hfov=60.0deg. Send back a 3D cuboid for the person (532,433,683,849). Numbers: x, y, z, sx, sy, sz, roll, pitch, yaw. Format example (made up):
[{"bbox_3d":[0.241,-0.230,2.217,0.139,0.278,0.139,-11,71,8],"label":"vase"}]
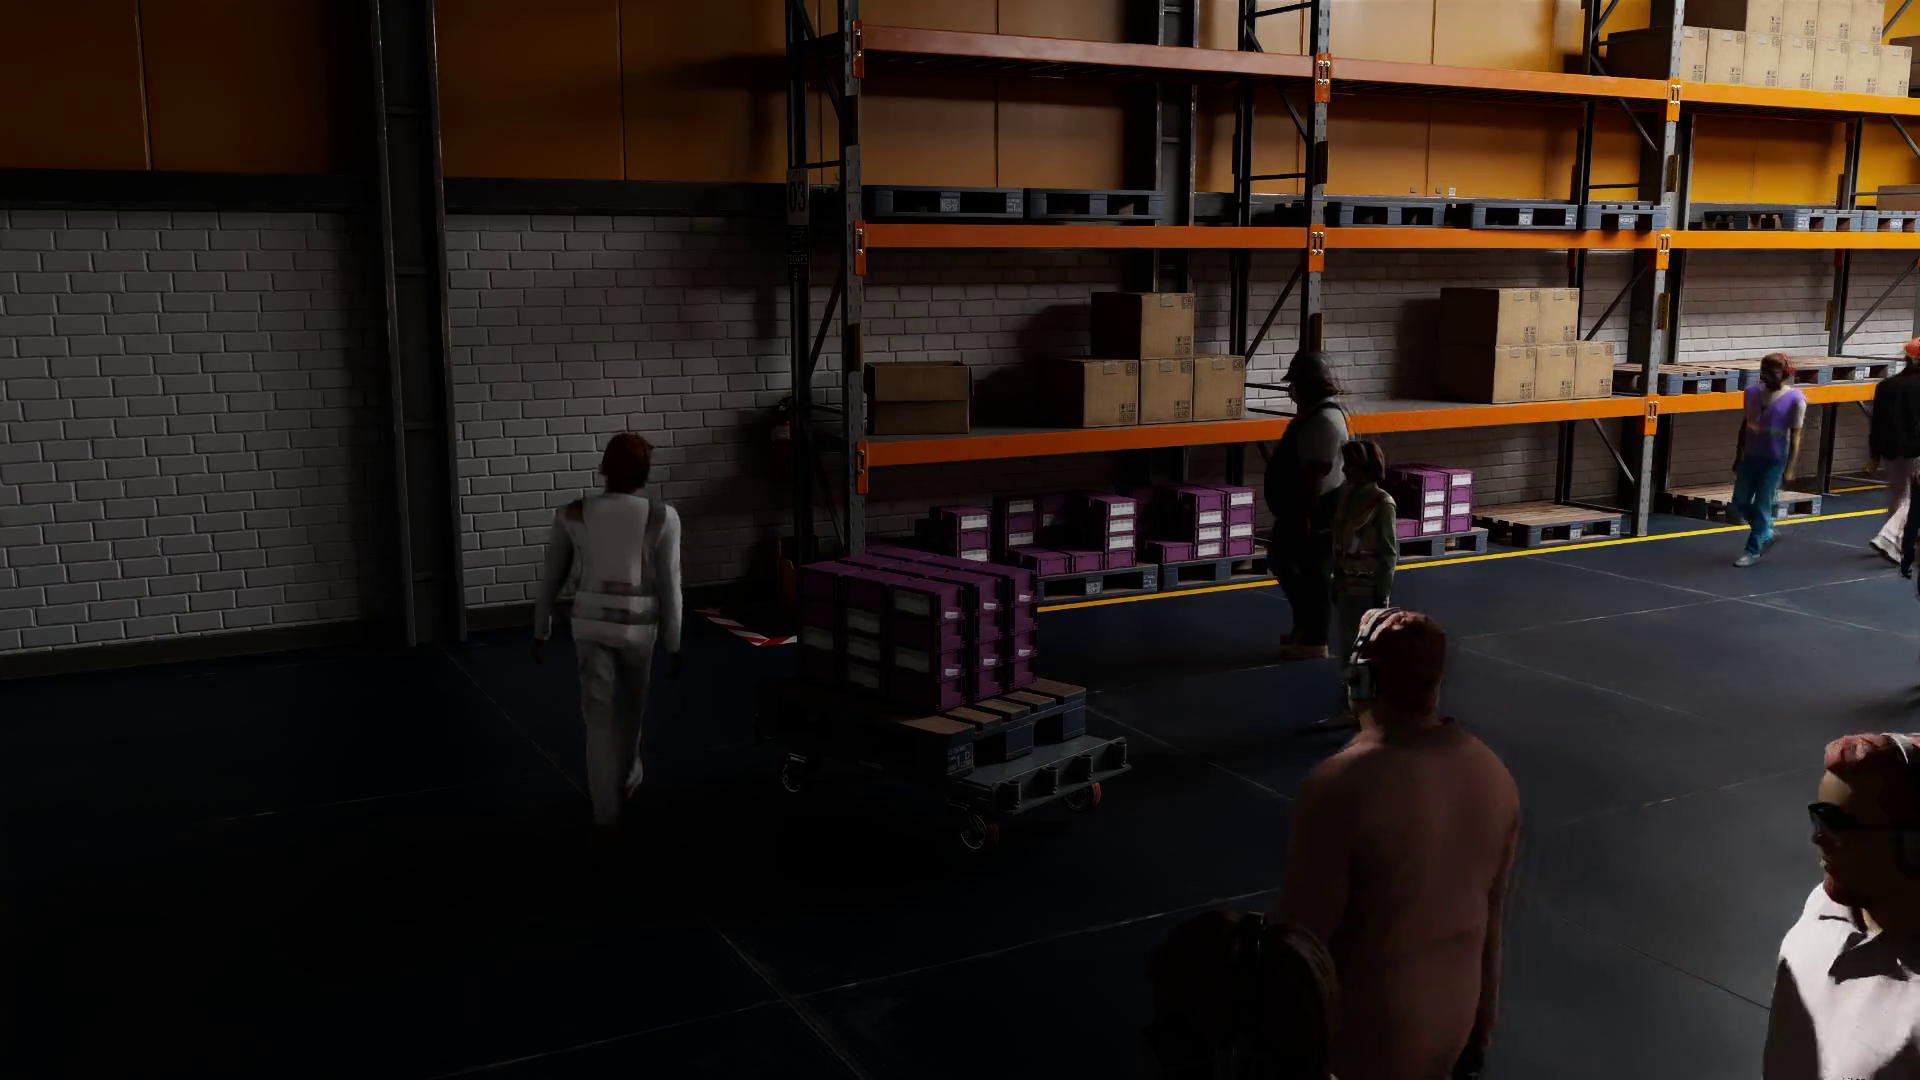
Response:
[{"bbox_3d":[-1.616,0.428,7.620,0.700,1.826,1.019,-1,10,-6],"label":"person"}]

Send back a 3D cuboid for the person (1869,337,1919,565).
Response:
[{"bbox_3d":[8.005,-0.760,14.101,0.796,1.944,0.626,-4,11,-23],"label":"person"}]

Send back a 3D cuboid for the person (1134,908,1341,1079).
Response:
[{"bbox_3d":[0.347,1.363,2.170,0.429,1.844,0.625,1,10,8],"label":"person"}]

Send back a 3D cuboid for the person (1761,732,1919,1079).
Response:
[{"bbox_3d":[1.596,1.242,2.873,1.030,1.851,0.649,-1,10,-7],"label":"person"}]

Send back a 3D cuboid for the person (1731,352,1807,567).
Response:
[{"bbox_3d":[6.740,-0.662,13.882,0.451,1.815,0.619,-5,11,-28],"label":"person"}]

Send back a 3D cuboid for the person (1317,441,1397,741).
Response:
[{"bbox_3d":[2.174,0.275,9.017,0.311,1.638,0.523,-3,10,-17],"label":"person"}]

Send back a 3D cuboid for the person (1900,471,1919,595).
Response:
[{"bbox_3d":[5.946,0.132,9.912,0.731,1.608,0.540,-7,12,-36],"label":"person"}]

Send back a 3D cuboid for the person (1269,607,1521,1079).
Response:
[{"bbox_3d":[0.988,1.100,3.647,0.693,1.869,0.764,-7,12,-33],"label":"person"}]

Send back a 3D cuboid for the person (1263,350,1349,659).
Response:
[{"bbox_3d":[2.239,-0.233,10.783,0.540,2.000,0.685,0,10,1],"label":"person"}]
